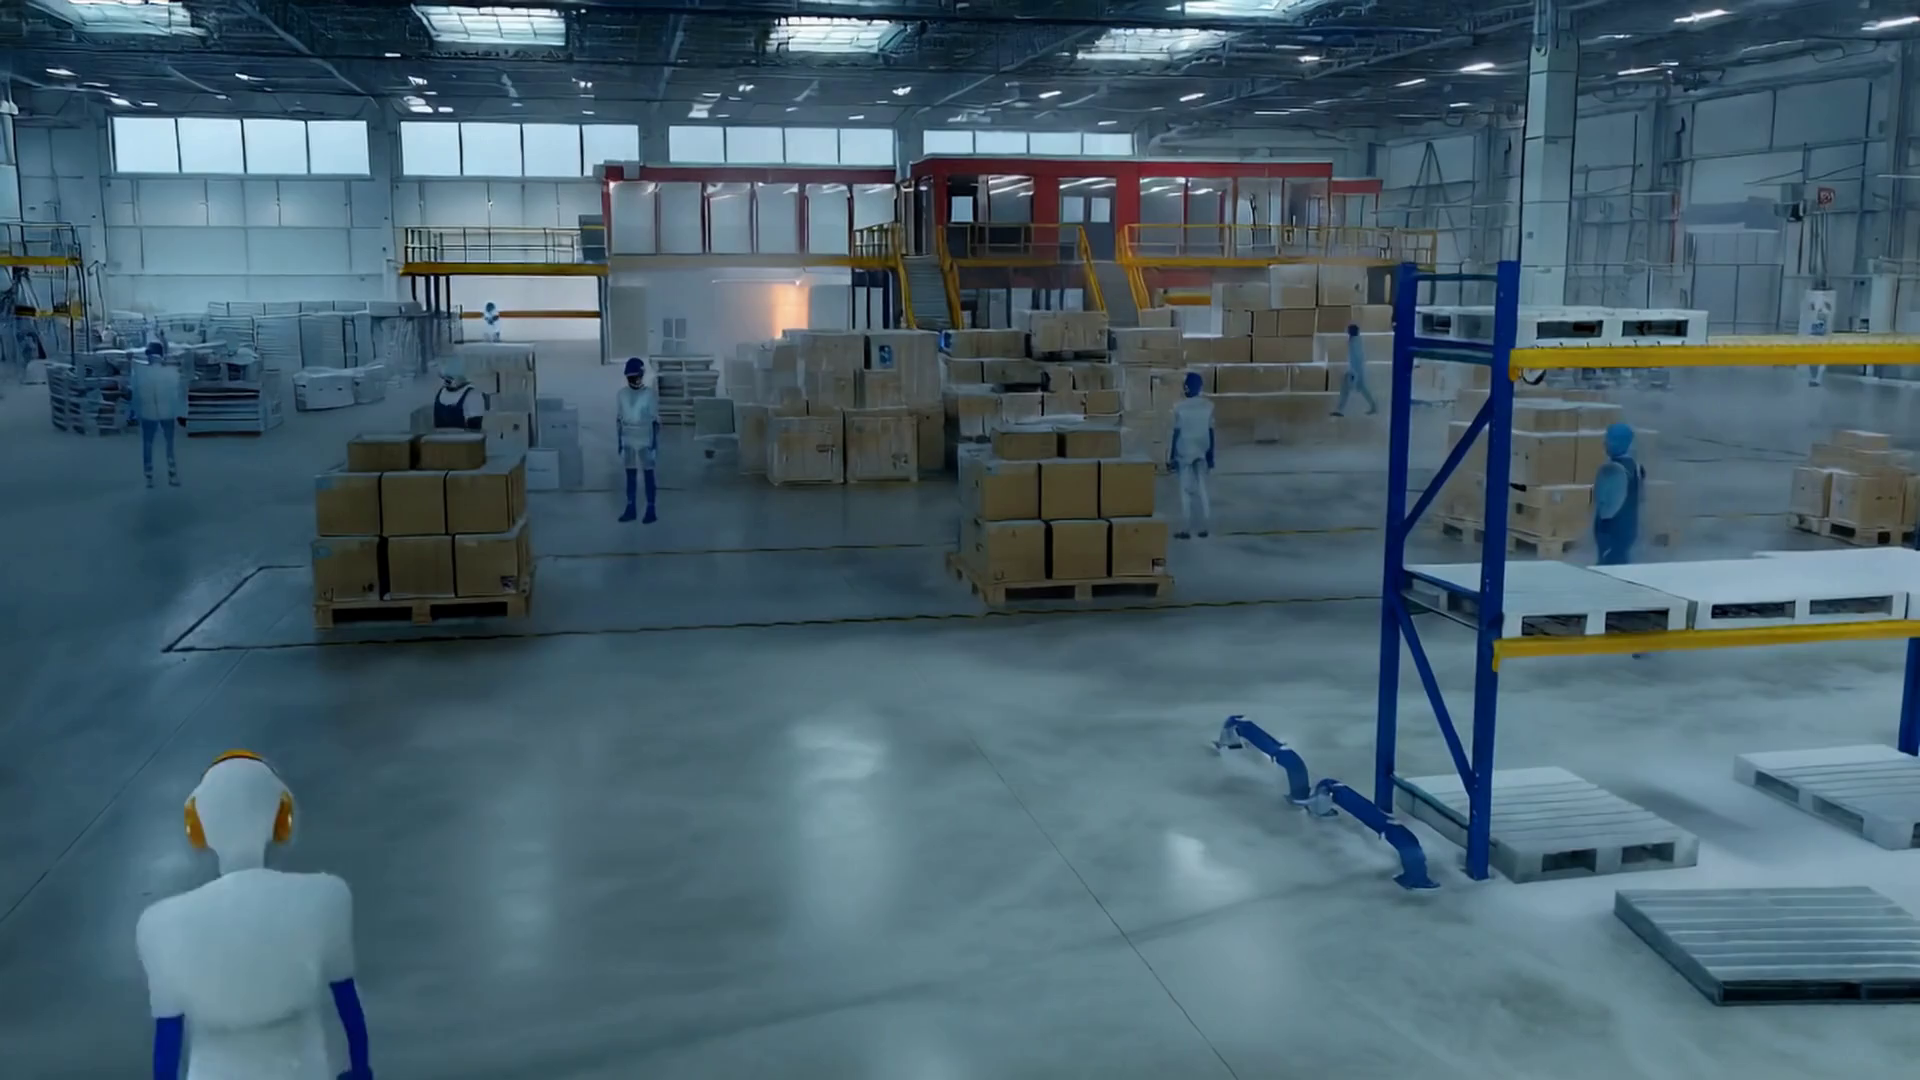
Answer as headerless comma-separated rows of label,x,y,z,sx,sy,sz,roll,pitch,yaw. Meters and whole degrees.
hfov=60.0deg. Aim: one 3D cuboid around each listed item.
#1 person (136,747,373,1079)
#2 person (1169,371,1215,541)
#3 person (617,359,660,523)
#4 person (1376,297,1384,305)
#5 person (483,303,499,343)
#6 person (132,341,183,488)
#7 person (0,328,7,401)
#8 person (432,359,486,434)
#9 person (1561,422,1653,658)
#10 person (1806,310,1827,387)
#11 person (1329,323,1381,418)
person,-1.690,1.431,4.084,0.518,1.845,0.797,-5,11,-29
person,2.553,-0.920,18.306,0.526,1.869,0.315,-3,10,-16
person,-3.795,-1.162,19.573,0.543,1.938,0.356,3,10,18
person,14.453,-7.452,57.769,0.770,1.991,0.500,-4,10,-23
person,-15.329,-6.826,54.390,0.577,1.845,0.638,-6,11,-35
person,-10.981,-1.717,22.778,0.608,1.996,0.379,-7,12,-37
person,-21.724,-4.111,37.321,0.599,2.012,0.640,5,10,26
person,-5.677,-1.084,18.783,0.680,2.000,1.022,3,10,16
person,5.132,-0.011,12.934,0.511,1.819,0.901,-7,12,-37
person,21.661,-4.844,42.043,0.587,1.930,0.360,-7,12,-38
person,7.949,-3.381,33.229,0.968,1.909,0.646,4,10,25
